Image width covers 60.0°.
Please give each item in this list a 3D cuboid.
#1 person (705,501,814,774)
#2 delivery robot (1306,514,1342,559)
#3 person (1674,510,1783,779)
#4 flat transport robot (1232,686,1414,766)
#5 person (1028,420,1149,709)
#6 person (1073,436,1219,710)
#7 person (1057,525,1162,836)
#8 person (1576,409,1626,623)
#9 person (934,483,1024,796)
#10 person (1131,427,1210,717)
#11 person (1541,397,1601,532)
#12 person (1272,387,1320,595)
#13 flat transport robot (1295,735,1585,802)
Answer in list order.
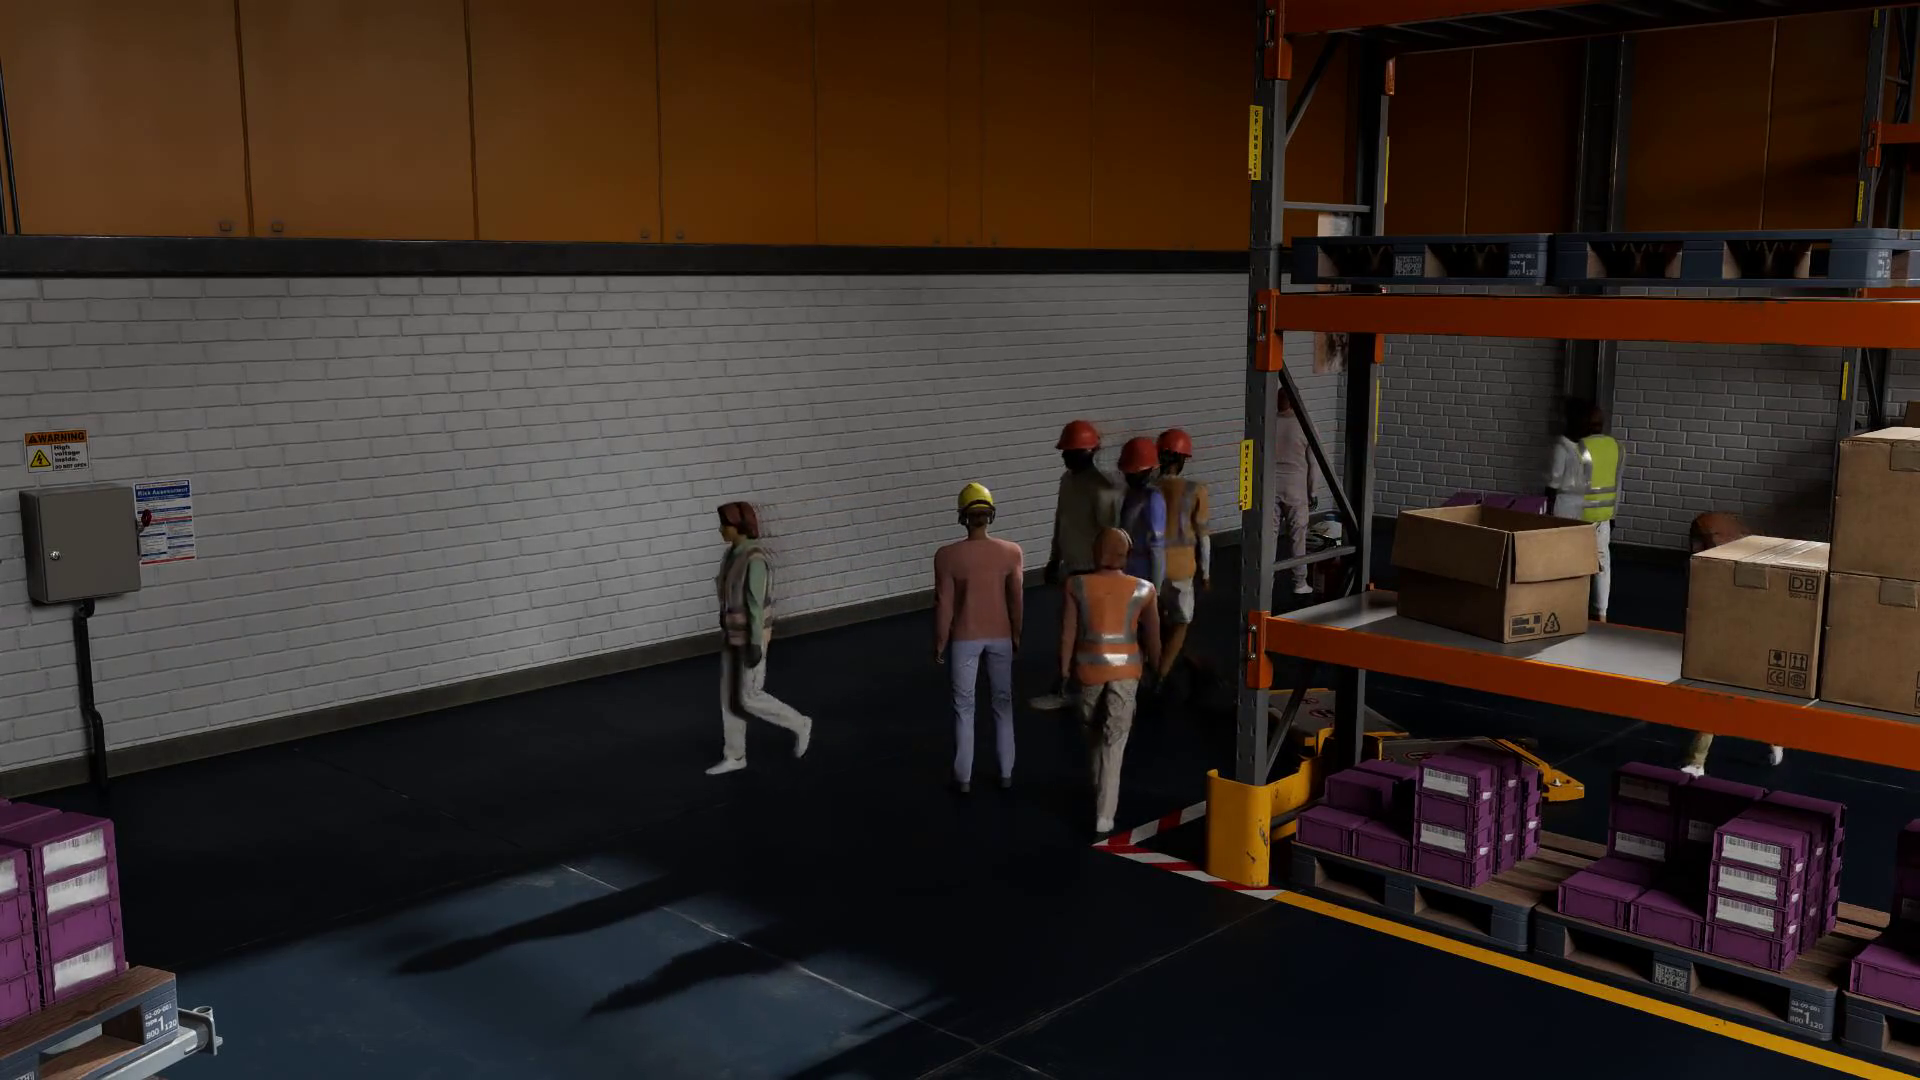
[{"bbox_3d":[-1.185,0.570,9.701,0.569,1.623,0.525,-5,11,-30],"label":"person"},{"bbox_3d":[3.600,-0.010,16.233,0.707,0.478,0.477,-8,12,-40],"label":"delivery robot"},{"bbox_3d":[4.484,0.603,9.635,0.769,1.587,0.509,-2,9,-10],"label":"person"},{"bbox_3d":[2.231,1.145,10.303,0.652,0.197,1.431,-2,9,-9],"label":"flat transport robot"},{"bbox_3d":[0.931,0.151,11.258,0.948,1.961,0.610,-3,10,-17],"label":"person"},{"bbox_3d":[1.270,0.228,11.020,0.933,1.885,0.589,-1,9,-5],"label":"person"},{"bbox_3d":[0.807,0.715,8.880,0.540,1.586,0.855,2,9,12],"label":"person"},{"bbox_3d":[5.145,-0.190,13.693,0.631,1.840,0.428,-4,10,-23],"label":"person"},{"bbox_3d":[0.100,0.559,9.353,0.522,1.761,0.321,-3,10,-15],"label":"person"},{"bbox_3d":[1.362,0.207,11.080,0.544,1.908,0.823,5,11,28],"label":"person"},{"bbox_3d":[4.863,-0.216,13.602,0.663,1.929,0.625,6,11,33],"label":"person"},{"bbox_3d":[2.952,-0.450,15.095,0.643,1.905,0.400,5,10,26],"label":"person"},{"bbox_3d":[2.682,1.302,9.343,1.431,0.197,0.652,-2,9,-10],"label":"flat transport robot"}]
